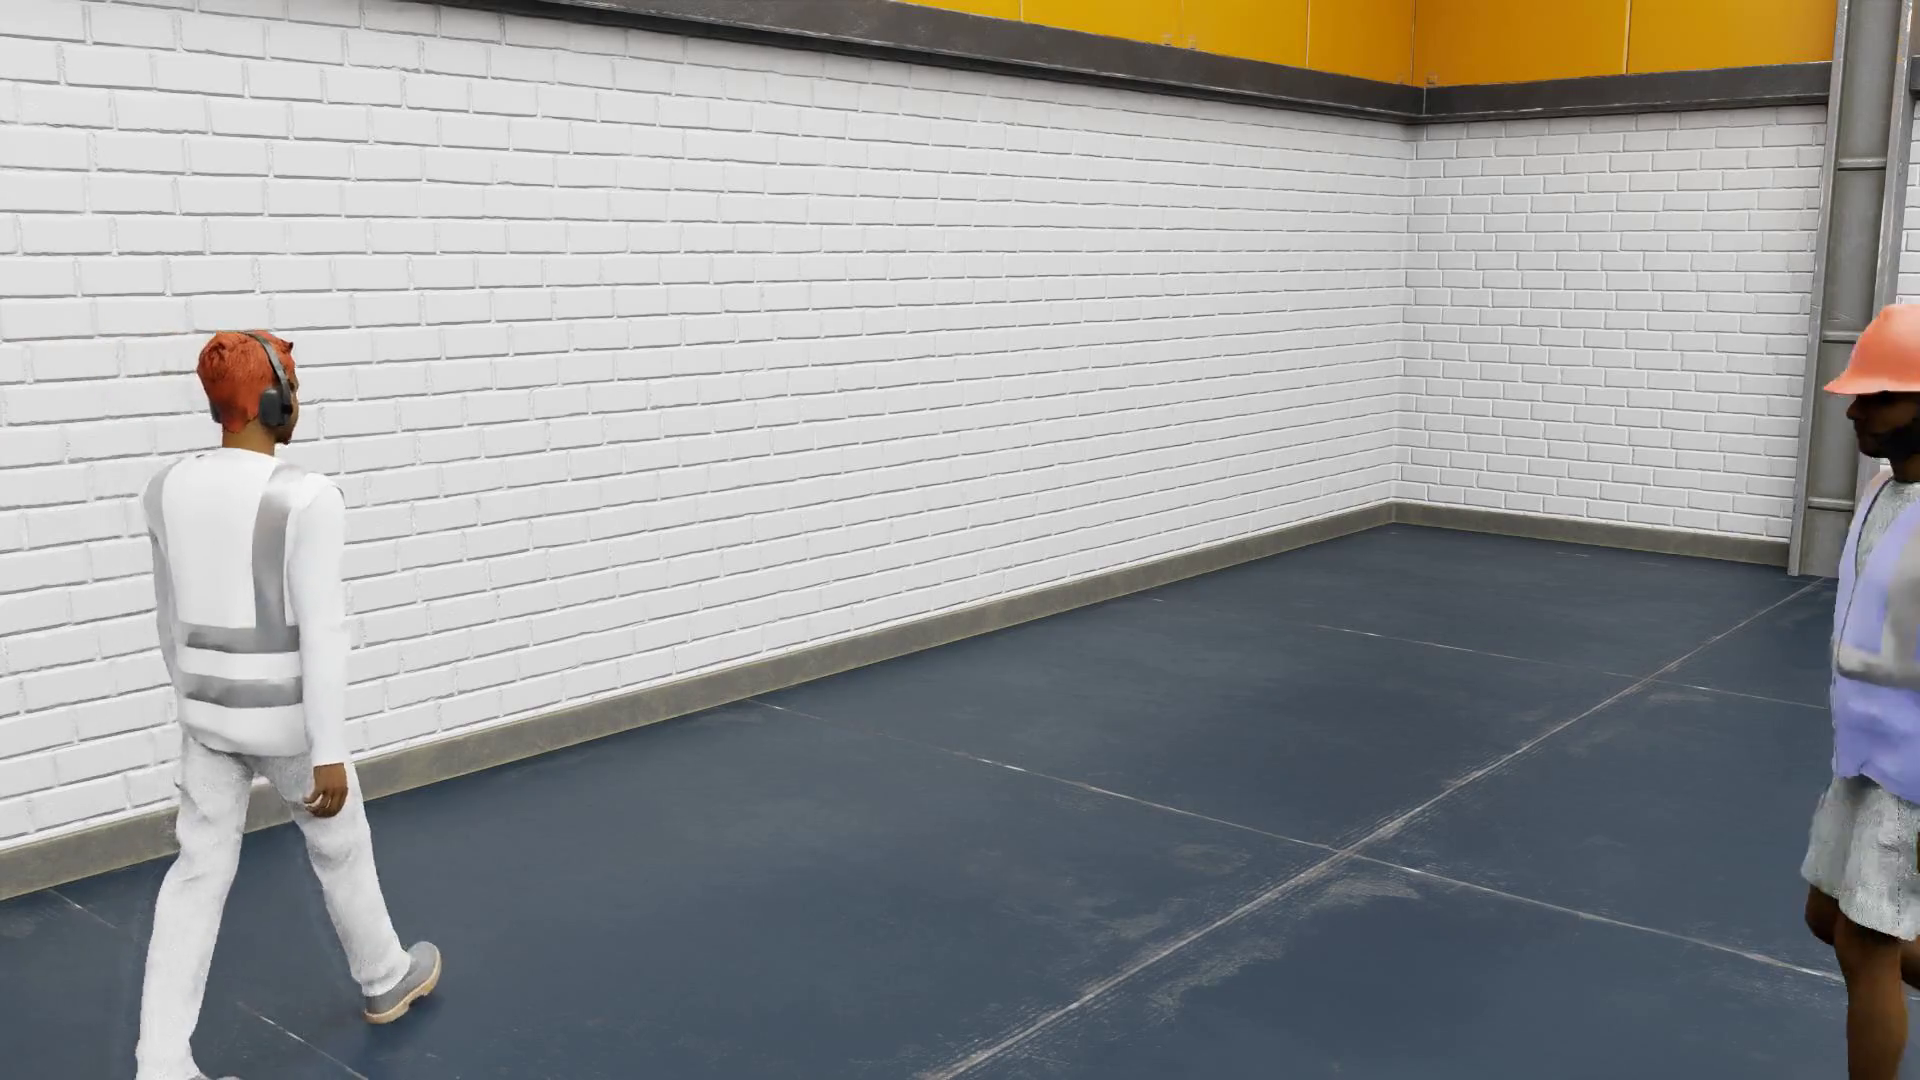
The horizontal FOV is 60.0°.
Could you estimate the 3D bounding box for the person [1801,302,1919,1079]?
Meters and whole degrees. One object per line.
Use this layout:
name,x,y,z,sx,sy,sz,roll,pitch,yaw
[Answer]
person,2.058,0.466,3.497,0.620,1.922,0.550,1,10,7

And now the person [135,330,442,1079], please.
person,-1.670,0.421,3.980,0.593,1.835,1.006,3,10,18
